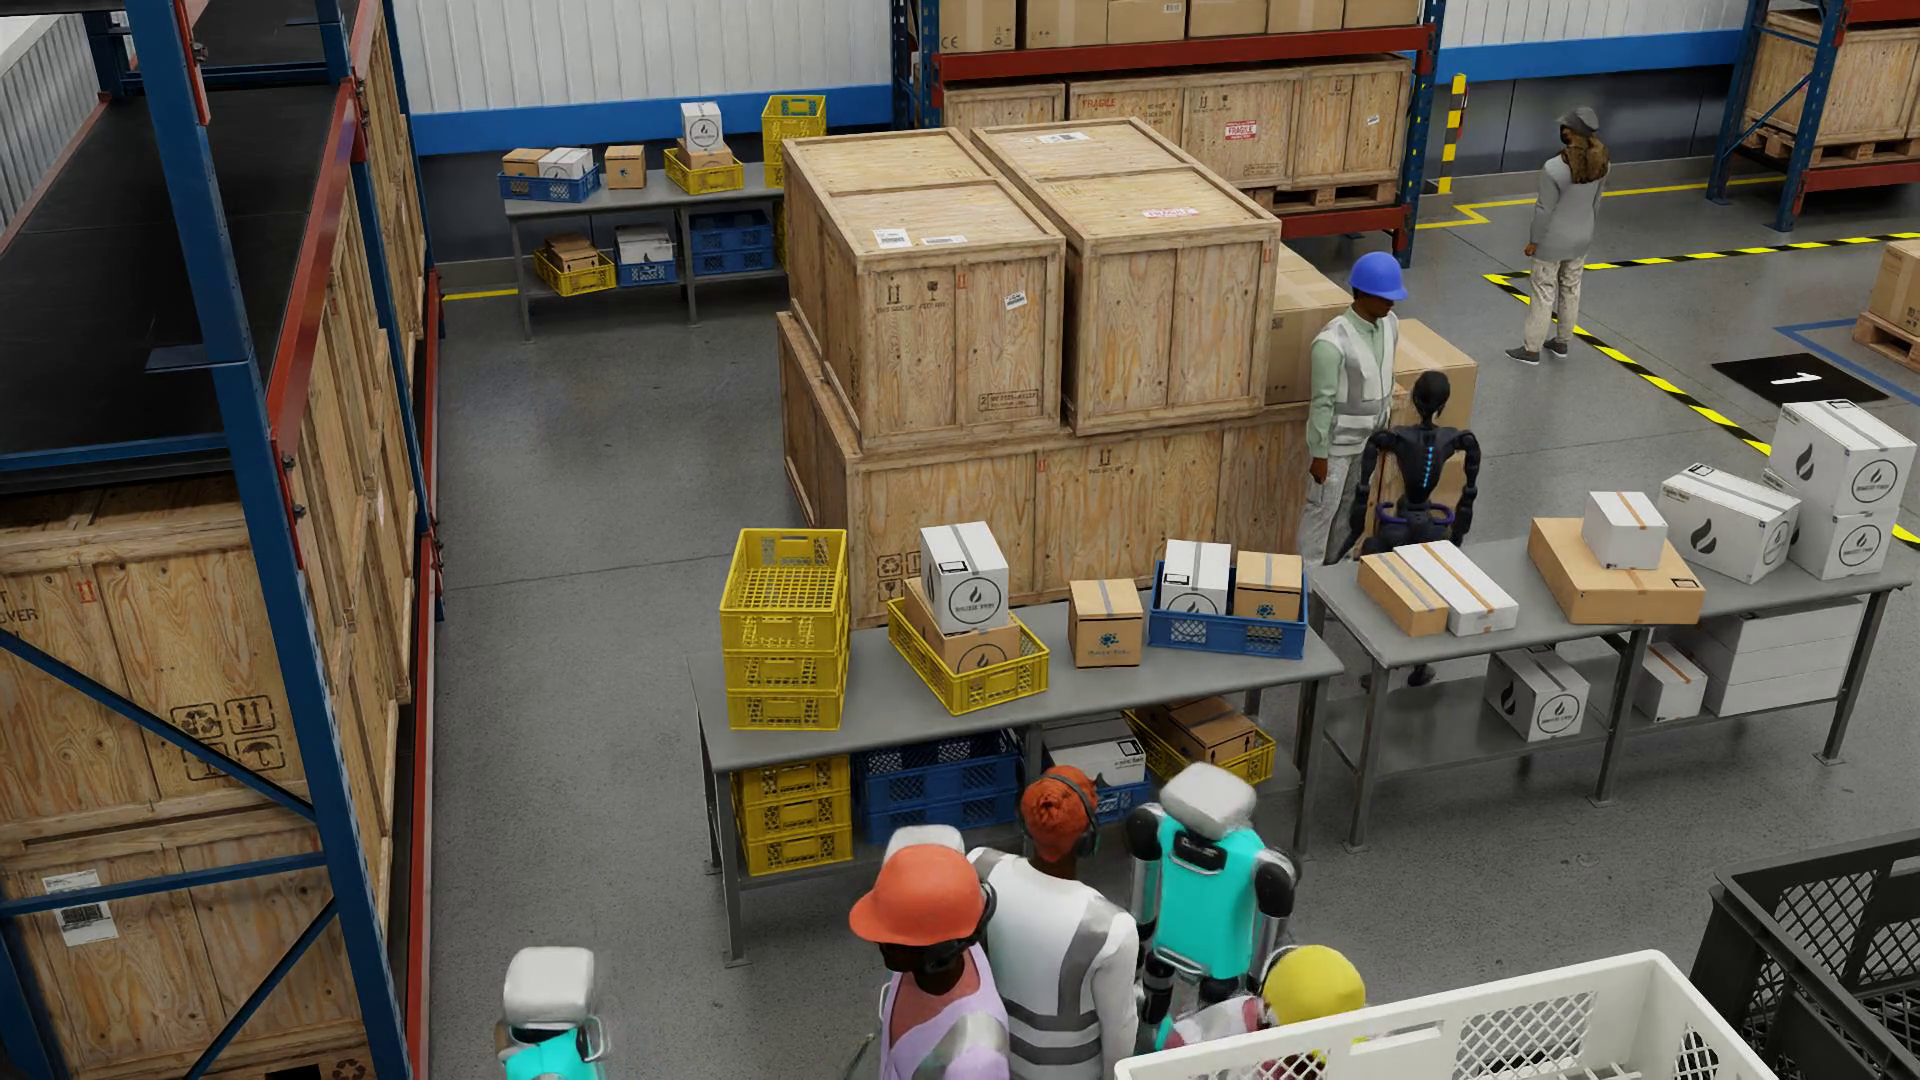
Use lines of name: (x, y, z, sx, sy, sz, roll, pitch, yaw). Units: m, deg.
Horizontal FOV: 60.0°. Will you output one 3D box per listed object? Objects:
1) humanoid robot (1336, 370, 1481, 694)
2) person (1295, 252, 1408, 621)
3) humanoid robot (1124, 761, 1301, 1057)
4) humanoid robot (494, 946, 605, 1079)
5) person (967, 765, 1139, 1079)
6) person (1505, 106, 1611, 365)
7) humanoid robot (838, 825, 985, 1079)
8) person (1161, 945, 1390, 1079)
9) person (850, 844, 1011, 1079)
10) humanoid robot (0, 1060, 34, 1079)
humanoid robot: (2.053, -0.004, 7.663, 0.593, 1.654, 0.337, 1, 29, 2)
person: (1.953, -0.519, 8.329, 0.606, 1.939, 0.413, -24, 37, -36)
humanoid robot: (0.561, 1.555, 4.761, 0.620, 1.767, 0.838, 21, 35, 33)
humanoid robot: (-0.757, 1.774, 4.397, 0.877, 1.785, 0.551, -8, 30, -14)
person: (0.247, 1.459, 4.804, 0.572, 1.877, 0.339, 19, 34, 31)
person: (4.091, -2.054, 11.288, 0.572, 1.769, 0.398, -14, 32, -24)
humanoid robot: (-0.266, 1.585, 4.731, 0.668, 1.815, 0.534, 1, 29, 2)
person: (0.808, 1.723, 4.402, 0.658, 1.795, 0.481, -7, 30, -12)
person: (-0.067, 1.617, 4.344, 0.388, 2.044, 0.606, -7, 30, -13)
humanoid robot: (-2.183, 1.929, 4.140, 0.315, 1.657, 0.599, 7, 30, 13)
